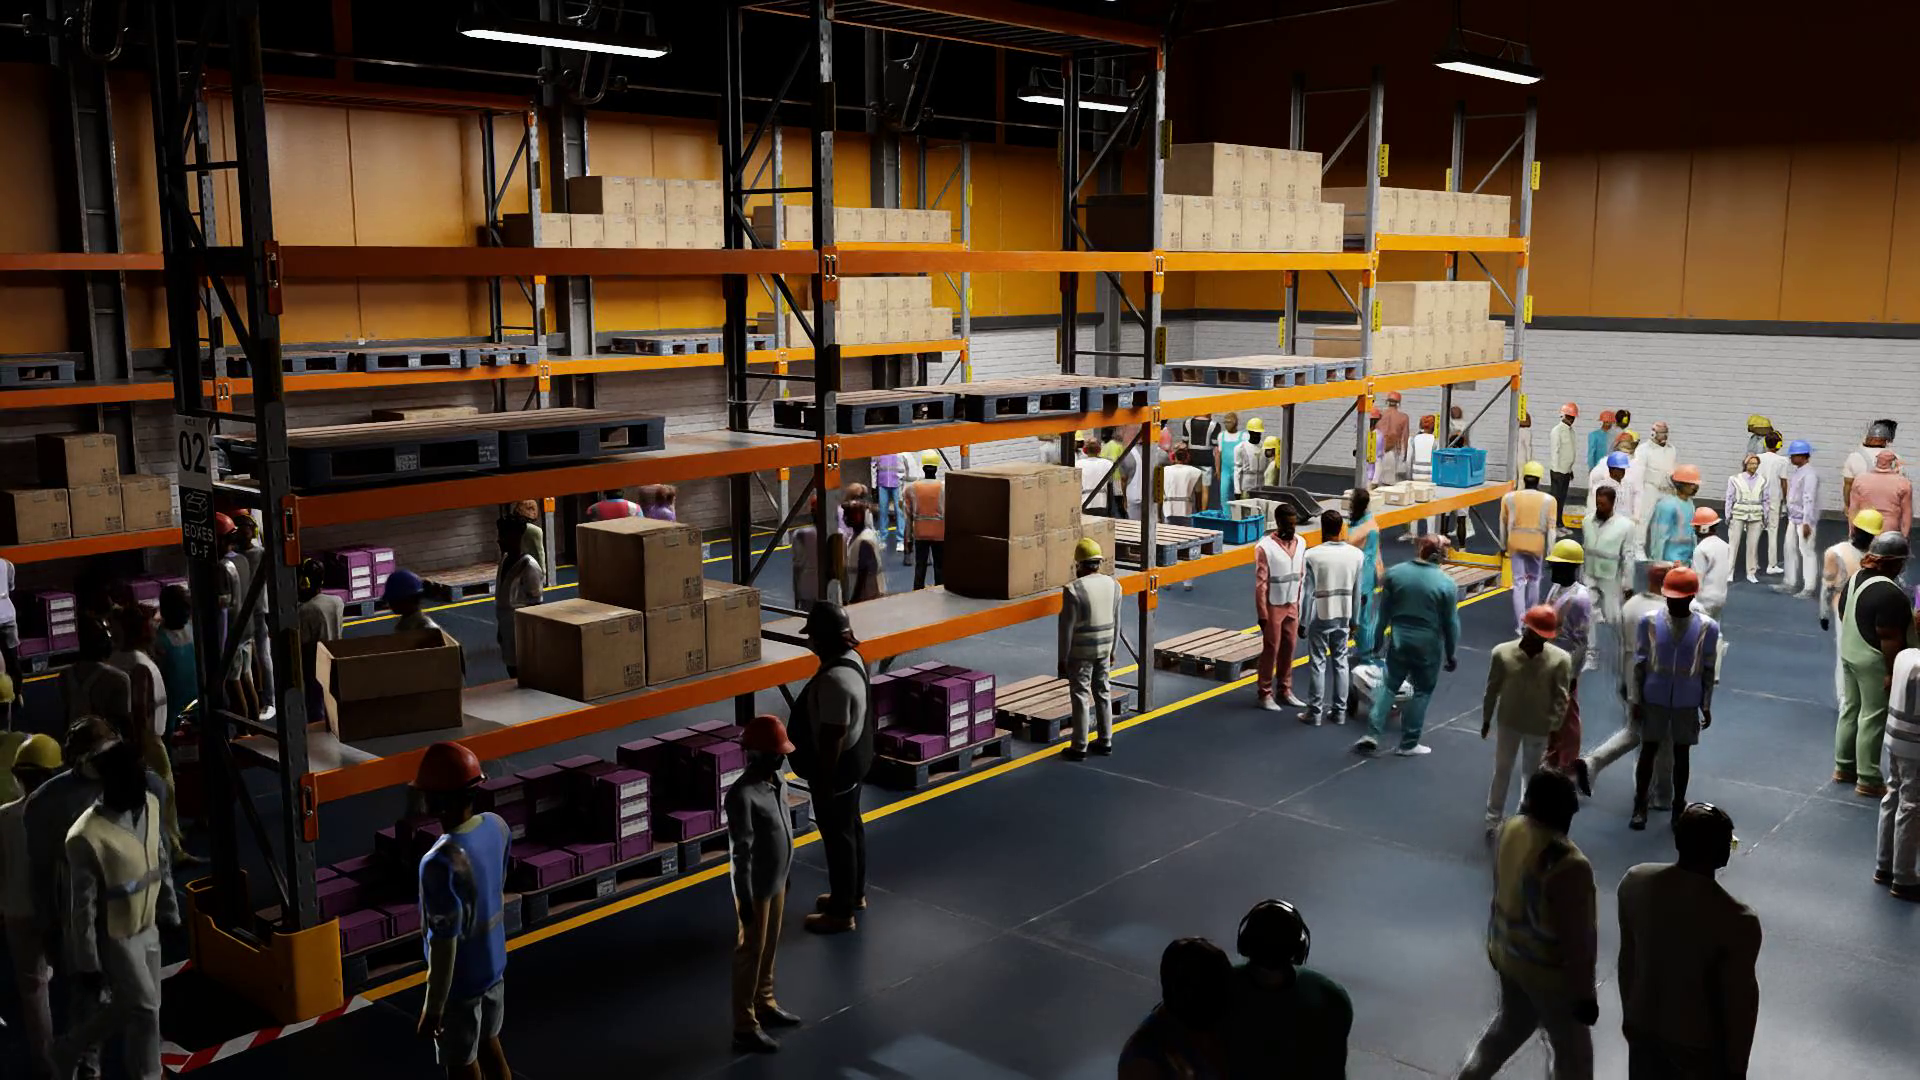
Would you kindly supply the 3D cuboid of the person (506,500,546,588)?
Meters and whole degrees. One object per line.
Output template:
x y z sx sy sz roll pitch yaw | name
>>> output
-4.537 0.359 17.395 0.505 1.623 0.286 5 11 28 | person

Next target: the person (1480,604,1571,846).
4.004 1.259 11.800 0.581 1.702 0.834 3 10 20 | person

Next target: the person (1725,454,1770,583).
9.974 -0.273 21.097 0.522 1.645 0.306 2 10 11 | person

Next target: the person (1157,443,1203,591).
2.701 -0.275 20.532 0.560 1.838 0.392 2 10 12 | person

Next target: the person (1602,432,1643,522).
8.515 -0.471 21.589 0.646 1.871 0.609 -6 11 -31 | person

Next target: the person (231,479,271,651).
-7.396 0.285 17.165 0.348 1.846 0.506 7 12 35 | person

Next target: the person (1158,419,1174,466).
3.267 -1.251 26.798 0.329 1.687 0.545 -1 10 -8 | person

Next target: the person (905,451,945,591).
-0.338 -0.058 19.013 0.582 1.919 0.399 2 10 13 | person

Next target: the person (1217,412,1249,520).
4.083 -0.993 24.868 0.568 1.812 0.632 5 11 26 | person

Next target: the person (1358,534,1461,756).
3.717 0.869 13.640 0.744 1.866 0.531 8 12 39 | person

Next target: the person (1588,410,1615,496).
10.072 -1.153 26.024 0.563 1.751 0.330 -4 10 -22 | person

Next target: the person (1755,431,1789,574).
10.570 -0.497 21.762 0.333 1.872 0.515 -8 12 -40 | person

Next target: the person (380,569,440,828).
-3.806 1.157 11.694 0.445 1.945 0.626 -7 12 -37 | person

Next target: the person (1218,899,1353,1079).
1.044 2.151 5.761 0.627 1.935 0.371 -1 10 -5 | person

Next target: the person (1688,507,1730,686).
7.104 0.553 15.884 0.605 1.740 0.376 -9 13 -42 | person

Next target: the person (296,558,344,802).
-4.831 1.052 12.557 0.333 1.860 0.510 4 10 20 | person

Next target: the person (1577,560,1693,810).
5.064 1.081 12.335 0.770 1.882 0.645 -1 10 -9 | person

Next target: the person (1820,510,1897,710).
8.105 0.641 15.019 0.576 1.865 0.986 2 10 9 | person

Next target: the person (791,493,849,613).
-1.334 0.499 15.732 0.550 1.910 0.699 1 10 4 | person

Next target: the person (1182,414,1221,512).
3.699 -1.190 25.448 0.615 2.028 0.409 4 10 25 | person

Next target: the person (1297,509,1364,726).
3.249 0.686 14.595 0.599 1.909 0.402 -3 10 -18 | person

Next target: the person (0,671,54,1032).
-5.168 1.653 8.913 0.596 1.884 0.944 -3 10 -17 | person

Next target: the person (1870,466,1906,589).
11.106 -0.137 20.008 0.462 1.736 0.570 7 12 37 | person

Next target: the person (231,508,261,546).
-6.749 0.524 15.741 0.329 1.844 0.515 -3 10 -17 | person

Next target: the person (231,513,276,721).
-6.314 0.681 14.772 0.516 1.859 0.340 1 10 9 | person

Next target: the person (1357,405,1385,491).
5.801 -0.906 23.675 0.367 2.048 0.607 -2 10 -14 | person

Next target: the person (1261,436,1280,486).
4.162 -0.506 22.155 0.339 1.761 0.524 4 10 24 | person

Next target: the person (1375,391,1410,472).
7.071 -1.487 27.498 0.658 1.951 0.996 6 11 34 | person

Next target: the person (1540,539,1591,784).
4.692 0.946 12.970 0.361 1.930 0.588 -1 10 -3 | person

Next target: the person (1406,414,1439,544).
6.697 -0.863 23.906 0.583 1.882 0.337 7 12 36 | person

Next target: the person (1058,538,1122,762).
1.046 0.895 13.605 0.599 1.825 0.404 -7 12 -37 | person

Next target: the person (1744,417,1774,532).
12.089 -0.989 25.111 0.484 1.737 0.323 -9 13 -44 | person

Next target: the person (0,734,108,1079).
-4.548 1.819 8.285 0.546 1.752 0.526 -3 10 -20 | person

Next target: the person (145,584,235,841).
-5.464 1.198 11.742 0.349 1.834 0.621 5 11 29 | person

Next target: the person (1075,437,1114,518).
1.689 -0.394 21.230 0.565 1.841 0.387 -2 10 -12 | person

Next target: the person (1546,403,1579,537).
8.956 -1.045 24.685 0.391 1.987 0.608 8 13 41 | person

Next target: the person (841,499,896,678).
-0.901 0.511 15.901 0.517 1.823 0.562 -3 10 -16 | person

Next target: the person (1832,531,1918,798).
7.042 0.931 12.729 0.535 2.000 0.685 0 10 3 | person

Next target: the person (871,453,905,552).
-0.972 -0.795 23.370 0.594 1.924 0.373 2 10 12 | person

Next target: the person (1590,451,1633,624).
7.352 -0.037 18.784 0.604 1.949 0.384 -6 11 -30 | person

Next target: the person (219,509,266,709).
-6.527 0.588 15.129 0.381 1.930 0.548 -3 10 -15 | person

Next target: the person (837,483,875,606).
-1.236 0.155 18.740 0.547 1.608 0.778 7 12 36 | person
